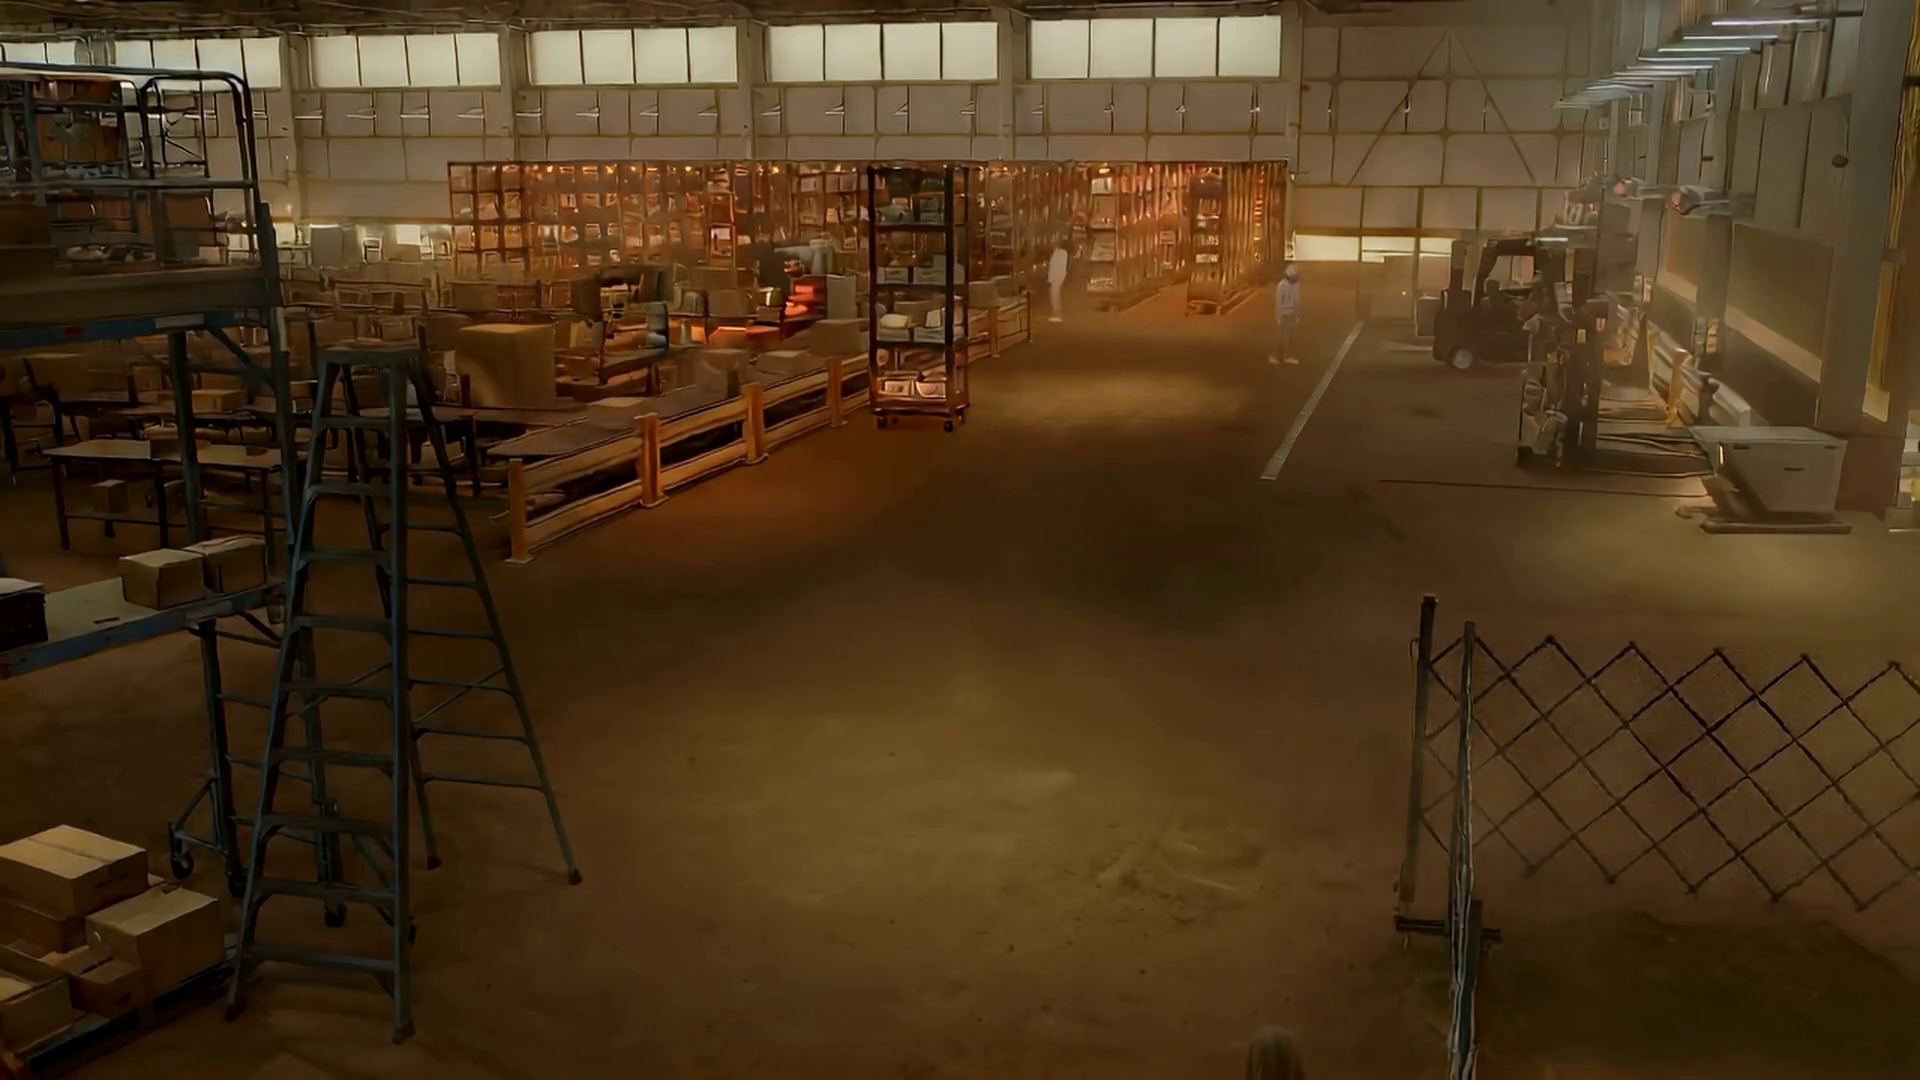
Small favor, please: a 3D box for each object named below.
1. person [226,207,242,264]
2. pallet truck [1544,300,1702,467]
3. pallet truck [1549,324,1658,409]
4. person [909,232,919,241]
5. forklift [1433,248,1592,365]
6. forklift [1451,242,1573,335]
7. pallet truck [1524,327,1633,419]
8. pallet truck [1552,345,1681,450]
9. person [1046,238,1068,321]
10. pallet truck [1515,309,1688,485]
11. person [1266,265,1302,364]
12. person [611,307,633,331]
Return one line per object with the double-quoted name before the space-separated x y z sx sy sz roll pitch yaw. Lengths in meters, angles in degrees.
"person" -25.564 -10.707 58.494 0.416 1.987 0.607 2 13 10
"pallet truck" 8.263 -1.952 20.631 1.885 1.965 0.823 5 14 20
"pallet truck" 9.824 -2.669 25.407 1.601 1.201 0.680 4 14 16
"person" -1.338 -8.634 49.919 0.899 1.811 0.573 7 15 27
"forklift" 9.780 -4.111 29.280 2.680 1.987 1.157 3 13 14
"forklift" 10.464 -4.597 31.405 2.680 1.987 1.157 4 14 16
"pallet truck" 9.065 -2.460 24.370 1.522 1.261 0.704 3 13 14
"pallet truck" 8.641 -1.896 21.908 1.630 1.274 0.653 4 14 16
"person" 2.179 -5.967 38.184 0.457 1.893 0.680 7 15 28
"pallet truck" 7.554 -1.677 19.446 1.885 1.965 0.823 3 13 14
"person" 5.957 -4.102 30.341 0.701 1.805 0.519 -11 17 -40
"person" -6.168 -4.080 30.353 0.518 1.757 0.339 9 16 35
